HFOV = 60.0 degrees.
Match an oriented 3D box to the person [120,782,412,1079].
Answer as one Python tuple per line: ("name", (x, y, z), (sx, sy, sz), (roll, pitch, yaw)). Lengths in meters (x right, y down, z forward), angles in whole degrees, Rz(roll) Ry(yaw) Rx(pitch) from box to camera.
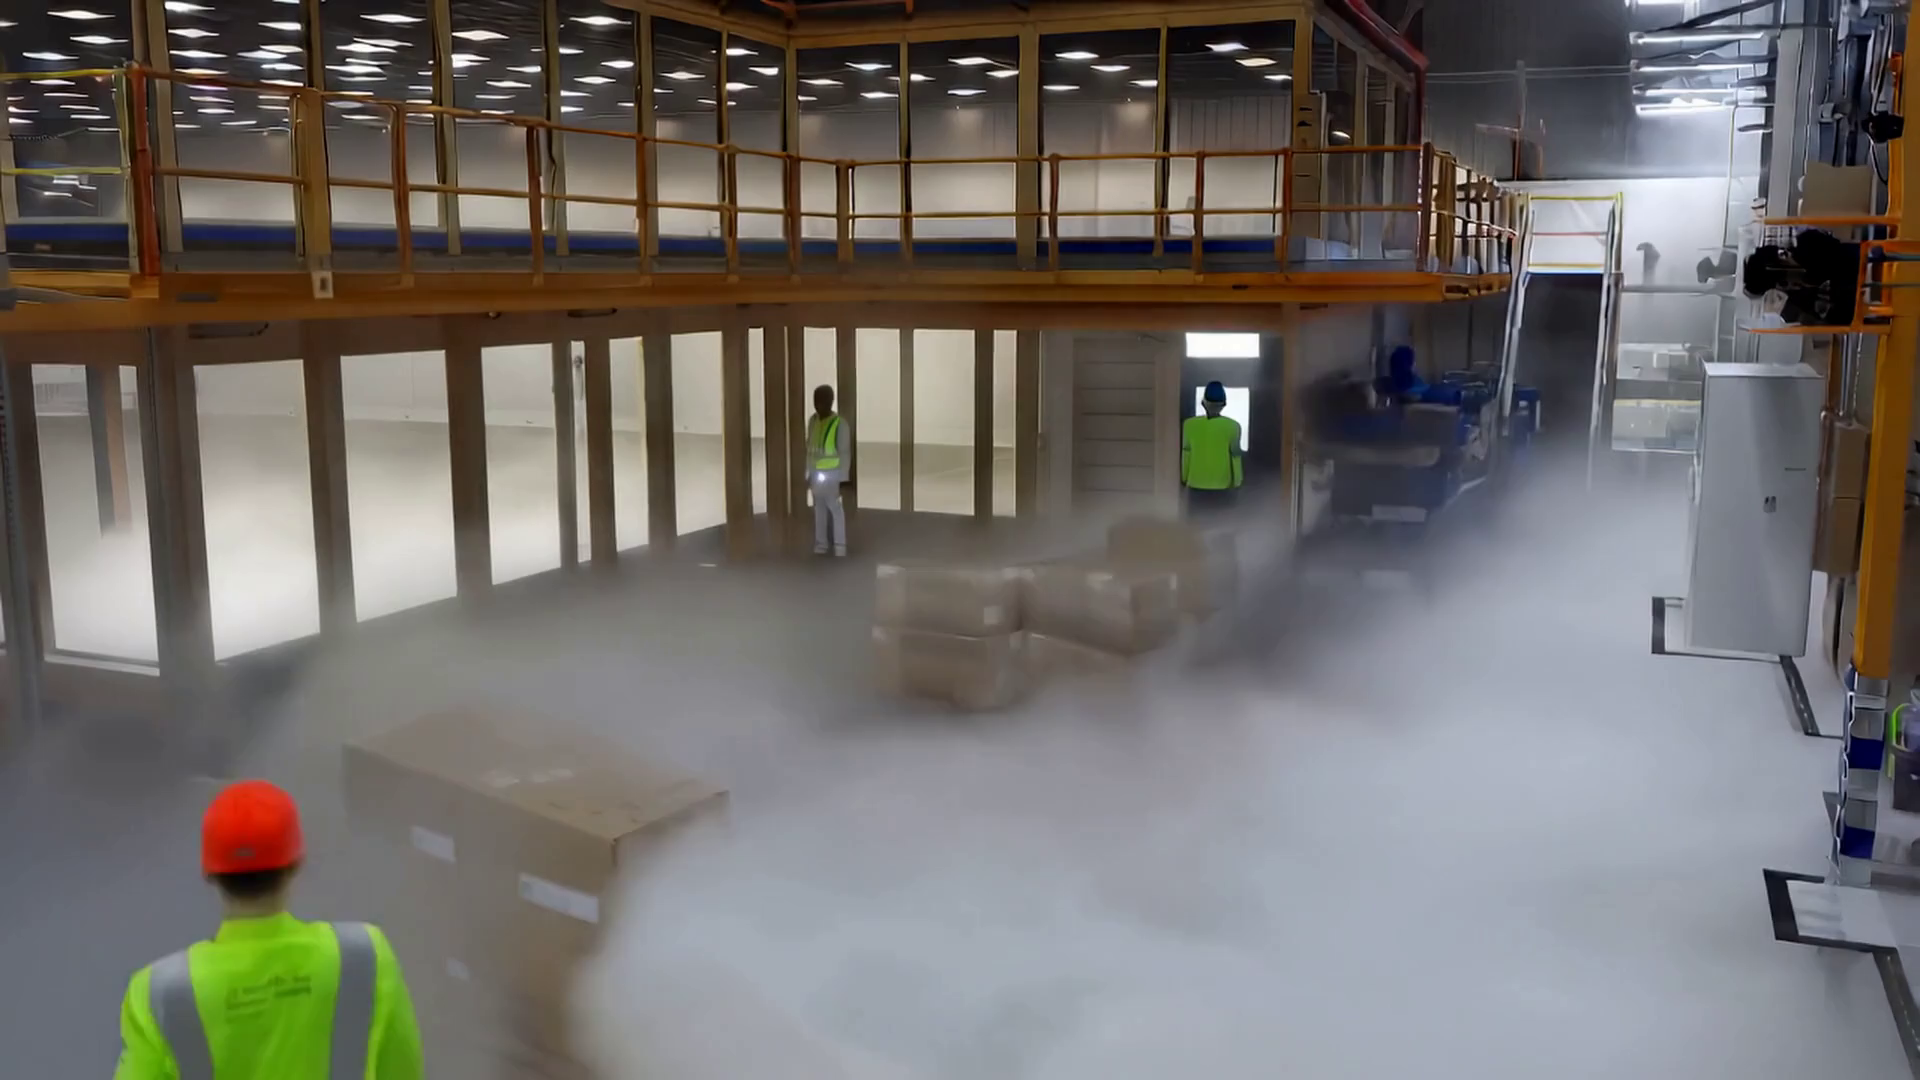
("person", (-1.526, 1.509, 3.783), (0.626, 1.911, 0.963), (-5, 11, -29))

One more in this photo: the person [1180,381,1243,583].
("person", (2.460, -0.561, 16.294), (0.612, 1.986, 0.406), (1, 9, 6))

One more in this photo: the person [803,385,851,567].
("person", (-1.387, -0.662, 17.216), (0.584, 1.882, 0.339), (7, 12, 37))
